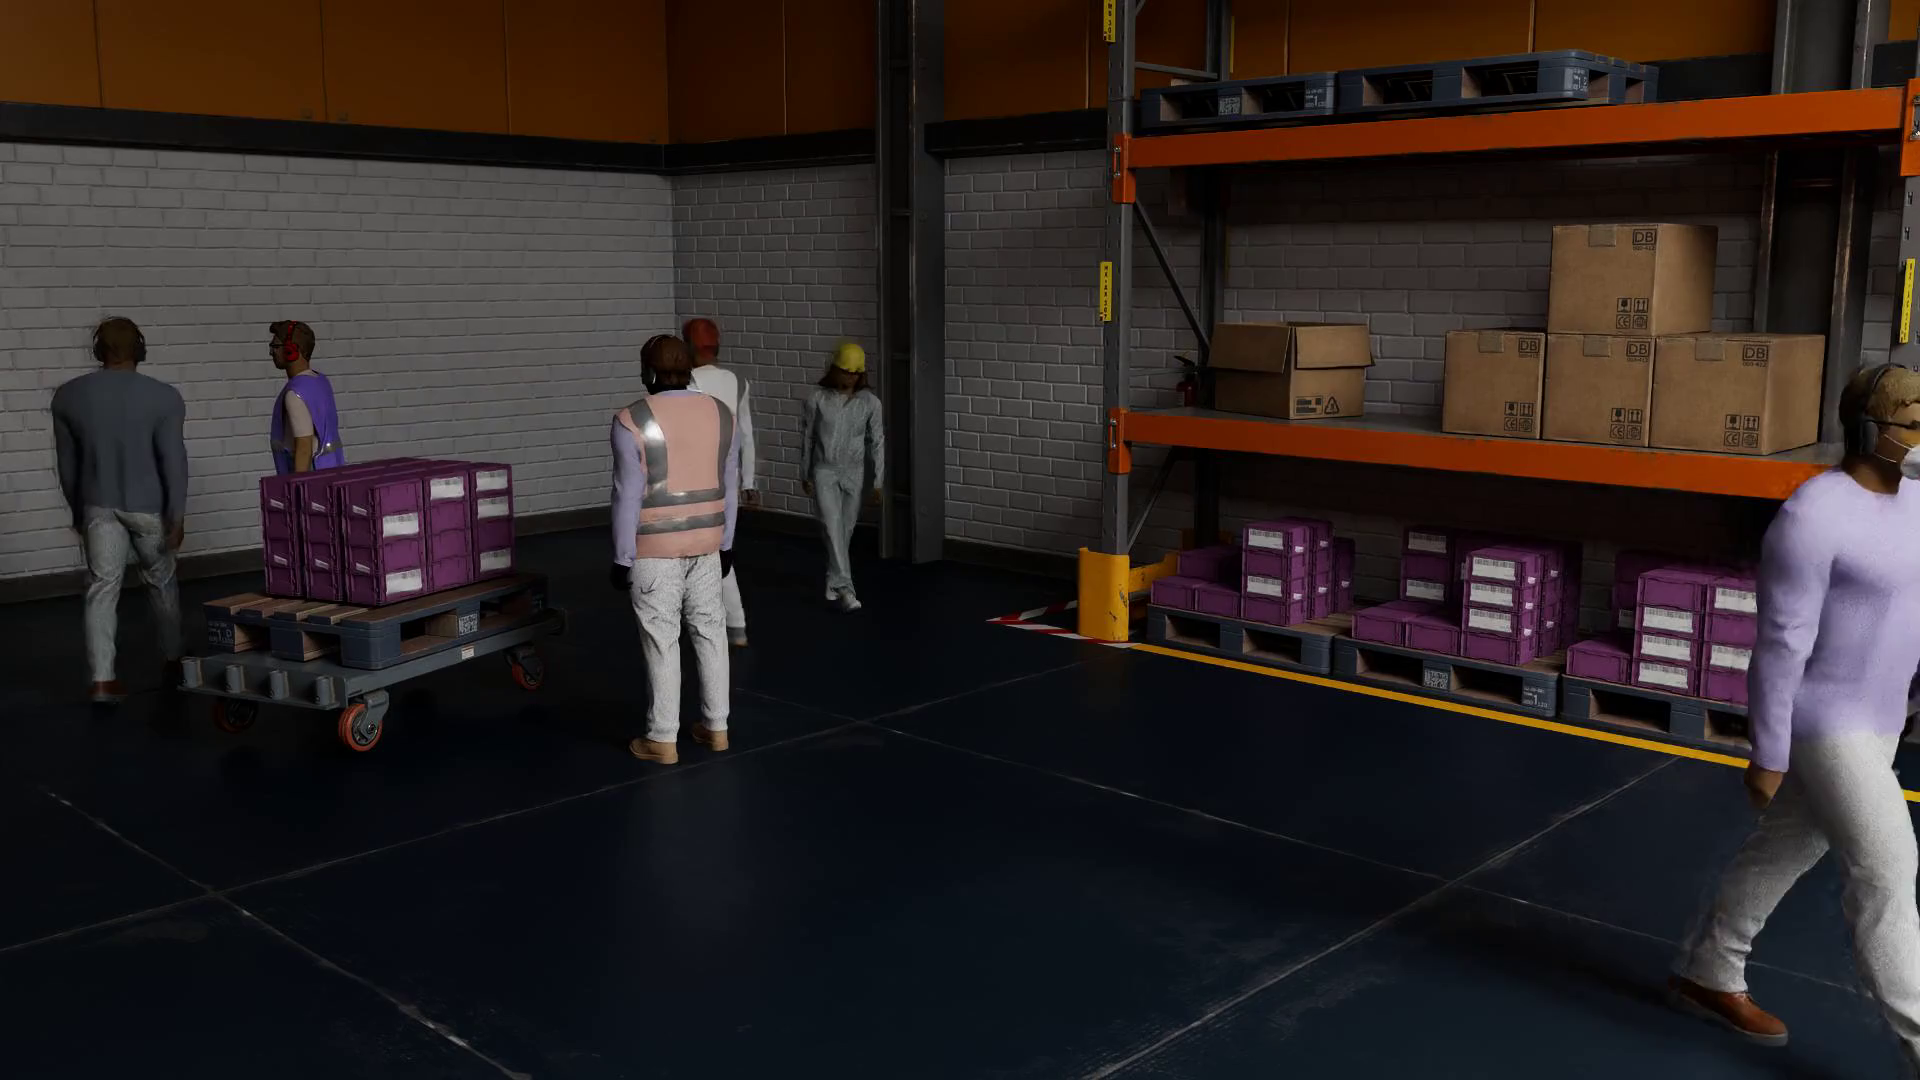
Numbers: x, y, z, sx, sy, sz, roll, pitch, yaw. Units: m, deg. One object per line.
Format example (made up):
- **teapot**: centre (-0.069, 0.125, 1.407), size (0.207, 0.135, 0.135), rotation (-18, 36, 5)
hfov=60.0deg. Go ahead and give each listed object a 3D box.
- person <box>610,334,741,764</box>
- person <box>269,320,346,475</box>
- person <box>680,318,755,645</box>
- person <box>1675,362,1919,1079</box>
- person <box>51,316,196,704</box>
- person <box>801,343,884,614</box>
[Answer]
- **person**: centre (-1.245, 0.037, 7.196), size (0.630, 1.842, 0.429), rotation (-8, 13, -42)
- **person**: centre (-3.520, -0.262, 9.006), size (0.389, 1.847, 0.563), rotation (-2, 9, -10)
- **person**: centre (-1.539, -0.346, 9.576), size (0.976, 1.833, 0.581), rotation (8, 12, 39)
- **person**: centre (2.321, 0.495, 4.255), size (0.644, 1.885, 1.018), rotation (-7, 12, -37)
- **person**: centre (-4.159, -0.164, 8.304), size (0.637, 1.896, 1.029), rotation (-2, 9, -11)
- **person**: centre (-0.726, -0.390, 10.339), size (0.491, 1.660, 0.967), rotation (-2, 10, -14)
